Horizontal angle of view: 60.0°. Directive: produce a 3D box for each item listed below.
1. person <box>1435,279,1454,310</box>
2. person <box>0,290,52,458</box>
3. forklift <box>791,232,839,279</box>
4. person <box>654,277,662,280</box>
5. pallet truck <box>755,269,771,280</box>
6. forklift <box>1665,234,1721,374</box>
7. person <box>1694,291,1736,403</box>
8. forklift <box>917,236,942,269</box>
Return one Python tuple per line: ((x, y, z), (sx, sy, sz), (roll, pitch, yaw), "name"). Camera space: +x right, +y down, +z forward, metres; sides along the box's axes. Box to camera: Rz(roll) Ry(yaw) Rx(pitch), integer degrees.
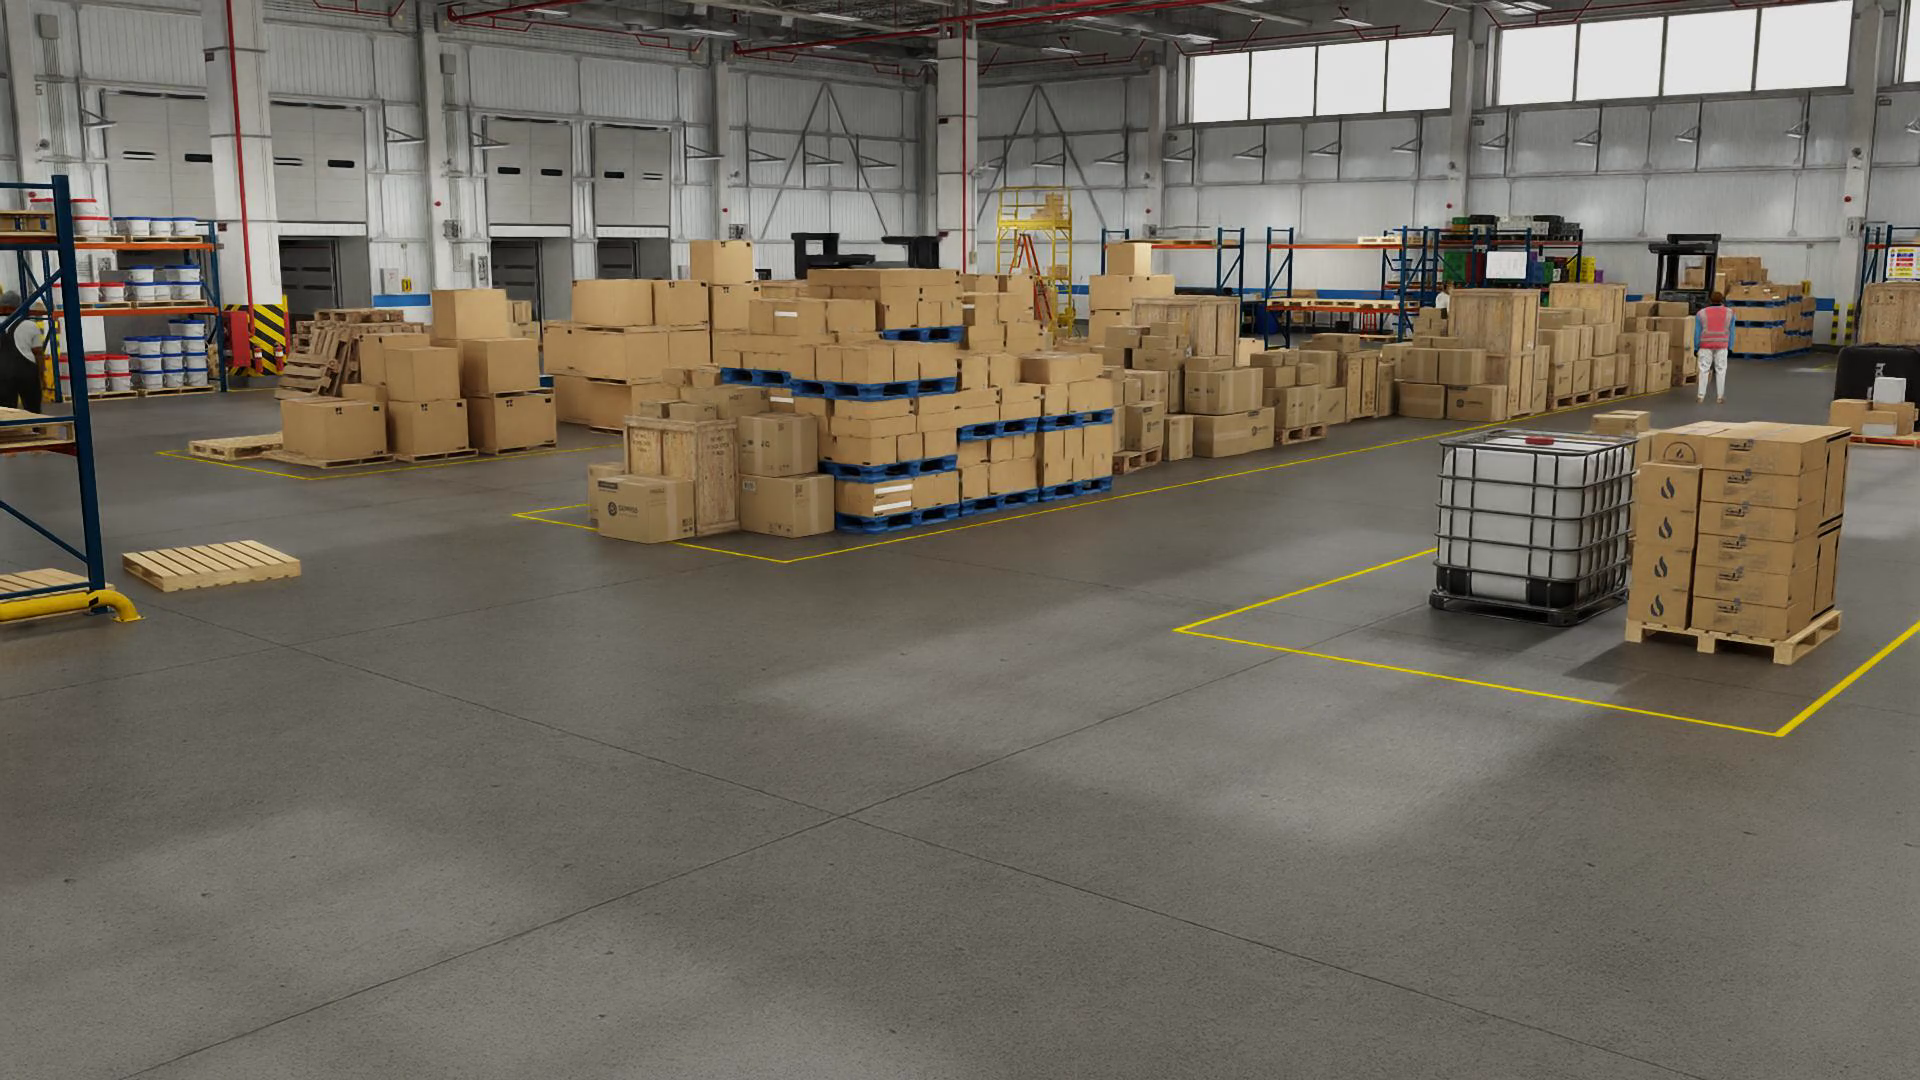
((9.713, -4.265, 33.362), (0.373, 1.938, 0.630), (6, 12, 30), "person")
((-11.511, -2.027, 20.322), (0.686, 2.000, 0.535), (-2, 10, -12), "person")
((-2.663, -4.270, 30.705), (1.873, 2.768, 1.129), (8, 13, 40), "forklift")
((-6.520, -4.725, 36.021), (0.636, 1.928, 0.387), (-5, 11, -26), "person")
((-4.996, -6.432, 45.525), (1.885, 1.965, 0.823), (-6, 12, -32), "pallet truck")
((14.498, -4.684, 33.062), (1.129, 2.768, 1.873), (8, 13, 40), "forklift")
((12.385, -3.160, 27.345), (0.627, 1.843, 0.429), (3, 10, 17), "person")
((-0.712, -5.763, 39.203), (1.873, 2.768, 1.129), (2, 10, 14), "forklift")
